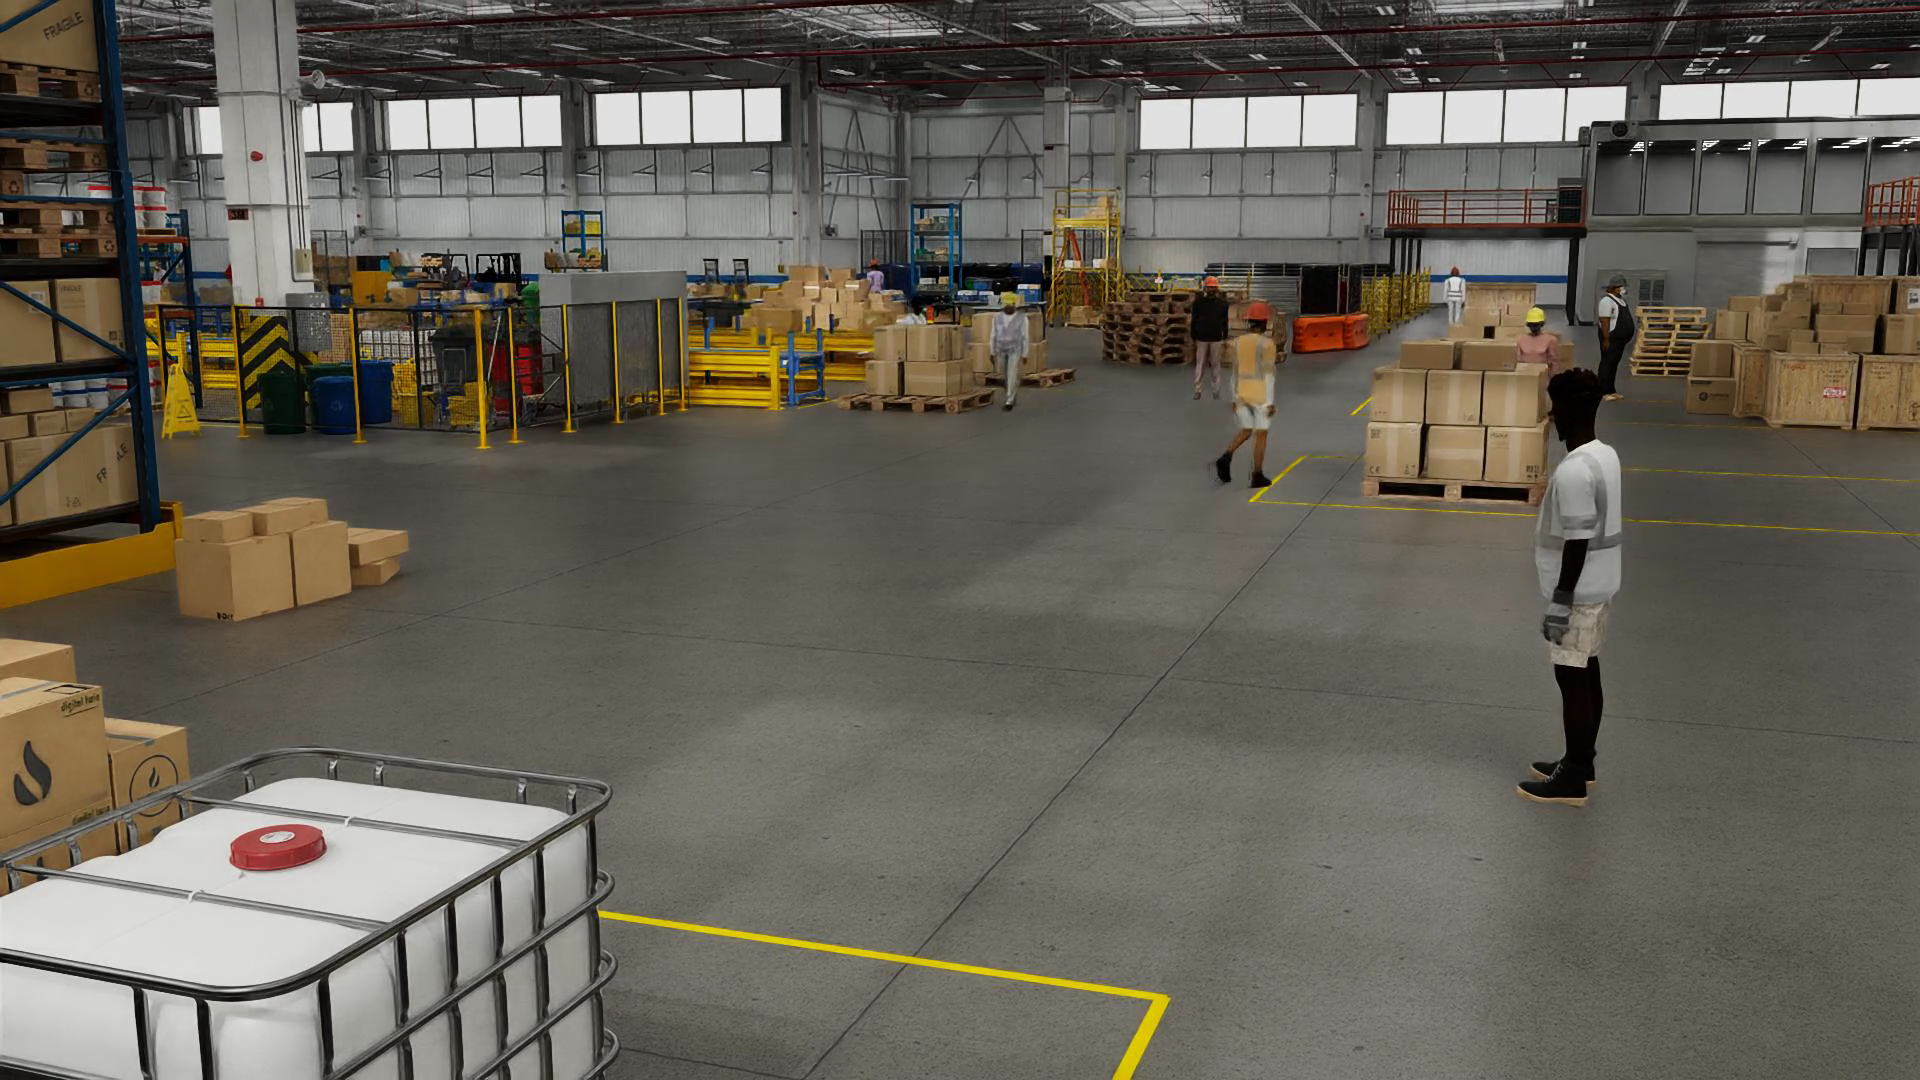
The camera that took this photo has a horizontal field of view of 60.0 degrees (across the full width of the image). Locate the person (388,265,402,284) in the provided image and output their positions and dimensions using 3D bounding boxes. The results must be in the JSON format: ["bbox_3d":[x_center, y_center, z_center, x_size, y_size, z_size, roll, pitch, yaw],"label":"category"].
[{"bbox_3d":[-20.336,-9.035,60.015,0.561,1.801,0.599,-9,14,-43],"label":"person"}]

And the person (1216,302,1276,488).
[{"bbox_3d":[2.961,-1.472,17.046,0.632,1.925,0.543,-8,13,-39],"label":"person"}]

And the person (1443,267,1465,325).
[{"bbox_3d":[14.186,-6.896,47.768,0.601,1.856,0.808,3,11,16],"label":"person"}]

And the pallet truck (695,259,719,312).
[{"bbox_3d":[-9.165,-9.627,62.776,0.823,1.965,1.885,4,11,23],"label":"pallet truck"}]

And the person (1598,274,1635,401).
[{"bbox_3d":[10.559,-3.254,26.762,0.538,2.000,0.690,8,13,39],"label":"person"}]

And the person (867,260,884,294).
[{"bbox_3d":[-2.670,-7.735,51.992,0.613,2.041,0.393,-8,13,-36],"label":"person"}]

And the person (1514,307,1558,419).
[{"bbox_3d":[6.868,-1.897,19.910,0.542,1.764,0.367,5,11,28],"label":"person"}]

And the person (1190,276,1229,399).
[{"bbox_3d":[4.048,-3.274,26.997,0.612,1.997,0.375,1,10,5],"label":"person"}]

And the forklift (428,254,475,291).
[{"bbox_3d":[-20.133,-10.254,65.465,1.157,1.987,2.680,3,11,19],"label":"forklift"}]

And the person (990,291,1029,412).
[{"bbox_3d":[0.757,-2.865,25.186,0.608,1.817,0.602,4,11,21],"label":"person"}]

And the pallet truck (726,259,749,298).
[{"bbox_3d":[-7.986,-9.493,62.019,0.823,1.965,1.885,3,11,17],"label":"pallet truck"}]

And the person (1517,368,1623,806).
[{"bbox_3d":[2.757,0.211,7.468,0.373,1.962,0.605,7,12,33],"label":"person"}]

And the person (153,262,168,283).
[{"bbox_3d":[-27.648,-8.641,57.476,0.643,1.909,0.410,6,12,29],"label":"person"}]

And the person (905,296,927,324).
[{"bbox_3d":[-0.615,-3.128,27.074,0.674,1.673,0.545,5,11,25],"label":"person"}]

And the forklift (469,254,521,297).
[{"bbox_3d":[-17.990,-10.121,64.684,1.157,1.987,2.680,3,11,17],"label":"forklift"}]
